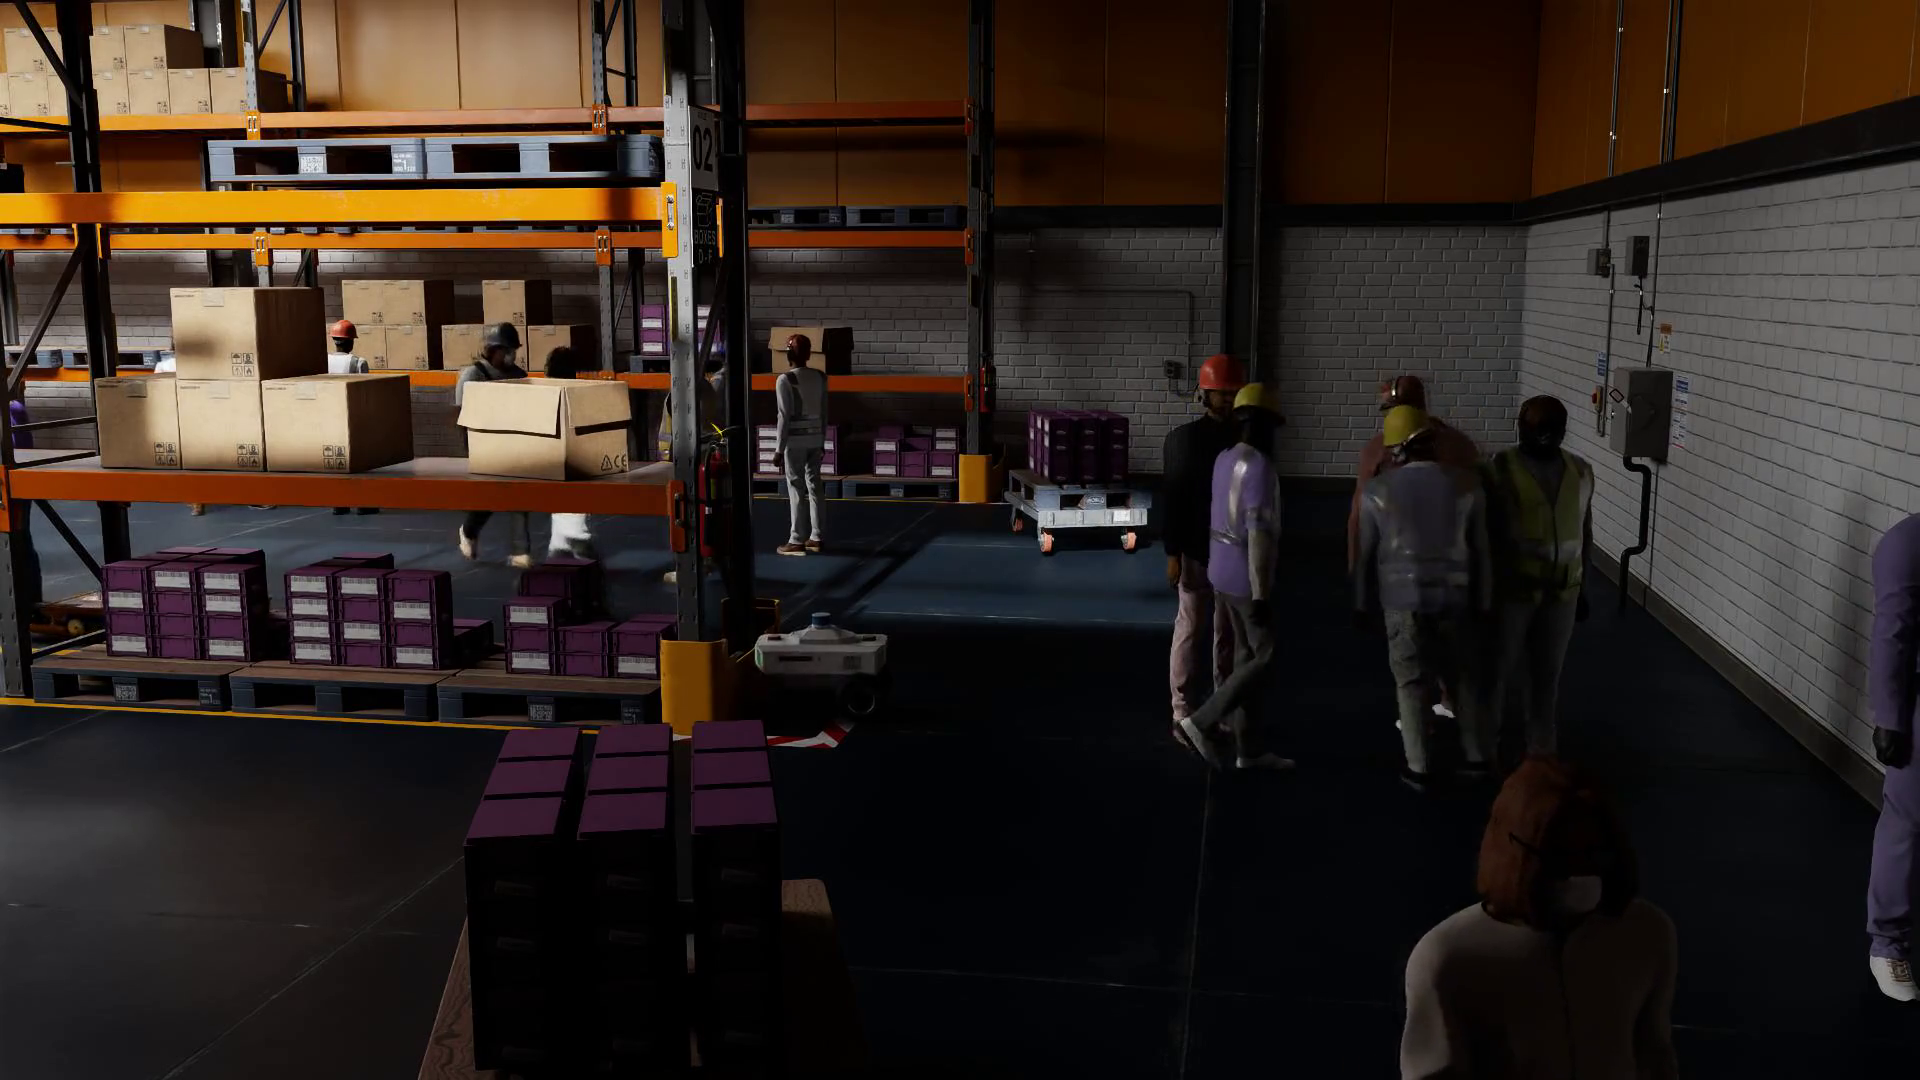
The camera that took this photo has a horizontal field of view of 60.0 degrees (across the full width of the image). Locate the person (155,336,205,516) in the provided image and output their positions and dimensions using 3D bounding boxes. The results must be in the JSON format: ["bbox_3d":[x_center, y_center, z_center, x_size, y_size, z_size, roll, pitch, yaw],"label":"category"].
[{"bbox_3d":[-7.727,-1.193,16.686,0.585,1.859,0.778,-3,10,-18],"label":"person"}]

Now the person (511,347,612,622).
[{"bbox_3d":[-2.791,-0.379,11.492,0.985,1.888,0.655,5,10,26],"label":"person"}]

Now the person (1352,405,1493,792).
[{"bbox_3d":[2.154,0.266,7.808,0.629,1.792,0.471,1,9,4],"label":"person"}]

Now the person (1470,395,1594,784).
[{"bbox_3d":[2.690,0.237,7.839,0.631,1.841,0.429,-1,9,-8],"label":"person"}]

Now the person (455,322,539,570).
[{"bbox_3d":[-3.730,-0.770,13.463,0.676,2.000,0.696,8,12,40],"label":"person"}]

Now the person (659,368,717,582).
[{"bbox_3d":[-2.133,-0.596,13.003,0.429,1.844,0.627,2,9,12],"label":"person"}]

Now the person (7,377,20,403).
[{"bbox_3d":[-8.076,-0.736,13.835,0.676,1.851,0.535,6,11,31],"label":"person"}]

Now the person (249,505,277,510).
[{"bbox_3d":[-7.128,-1.229,16.950,0.404,1.835,0.588,0,9,-2],"label":"person"}]

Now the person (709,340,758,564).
[{"bbox_3d":[-1.928,-0.737,13.643,0.568,1.917,0.630,1,9,5],"label":"person"}]

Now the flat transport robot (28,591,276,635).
[{"bbox_3d":[-5.413,0.489,11.124,1.431,0.197,0.652,2,9,11],"label":"flat transport robot"}]

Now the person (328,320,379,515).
[{"bbox_3d":[-6.074,-1.208,16.500,0.553,1.935,0.364,1,9,6],"label":"person"}]

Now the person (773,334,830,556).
[{"bbox_3d":[-1.357,-0.807,14.182,0.356,1.883,0.573,8,12,39],"label":"person"}]

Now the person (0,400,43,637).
[{"bbox_3d":[-6.318,-0.278,11.042,0.380,1.841,0.564,-1,9,-5],"label":"person"}]

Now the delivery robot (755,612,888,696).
[{"bbox_3d":[-0.751,0.637,9.037,0.707,0.478,0.477,0,9,2],"label":"delivery robot"}]

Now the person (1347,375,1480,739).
[{"bbox_3d":[2.352,0.087,8.659,0.692,1.877,0.513,-2,9,-10],"label":"person"}]

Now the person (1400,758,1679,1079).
[{"bbox_3d":[0.978,1.148,2.867,0.518,1.617,0.402,-2,9,-11],"label":"person"}]

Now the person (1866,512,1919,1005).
[{"bbox_3d":[3.332,0.581,5.497,0.639,1.908,0.409,-1,9,-5],"label":"person"}]

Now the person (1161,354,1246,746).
[{"bbox_3d":[1.315,0.048,8.527,0.612,1.995,0.379,-4,10,-24],"label":"person"}]

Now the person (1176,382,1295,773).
[{"bbox_3d":[1.337,0.195,7.977,0.528,1.881,0.658,-1,9,-9],"label":"person"}]
